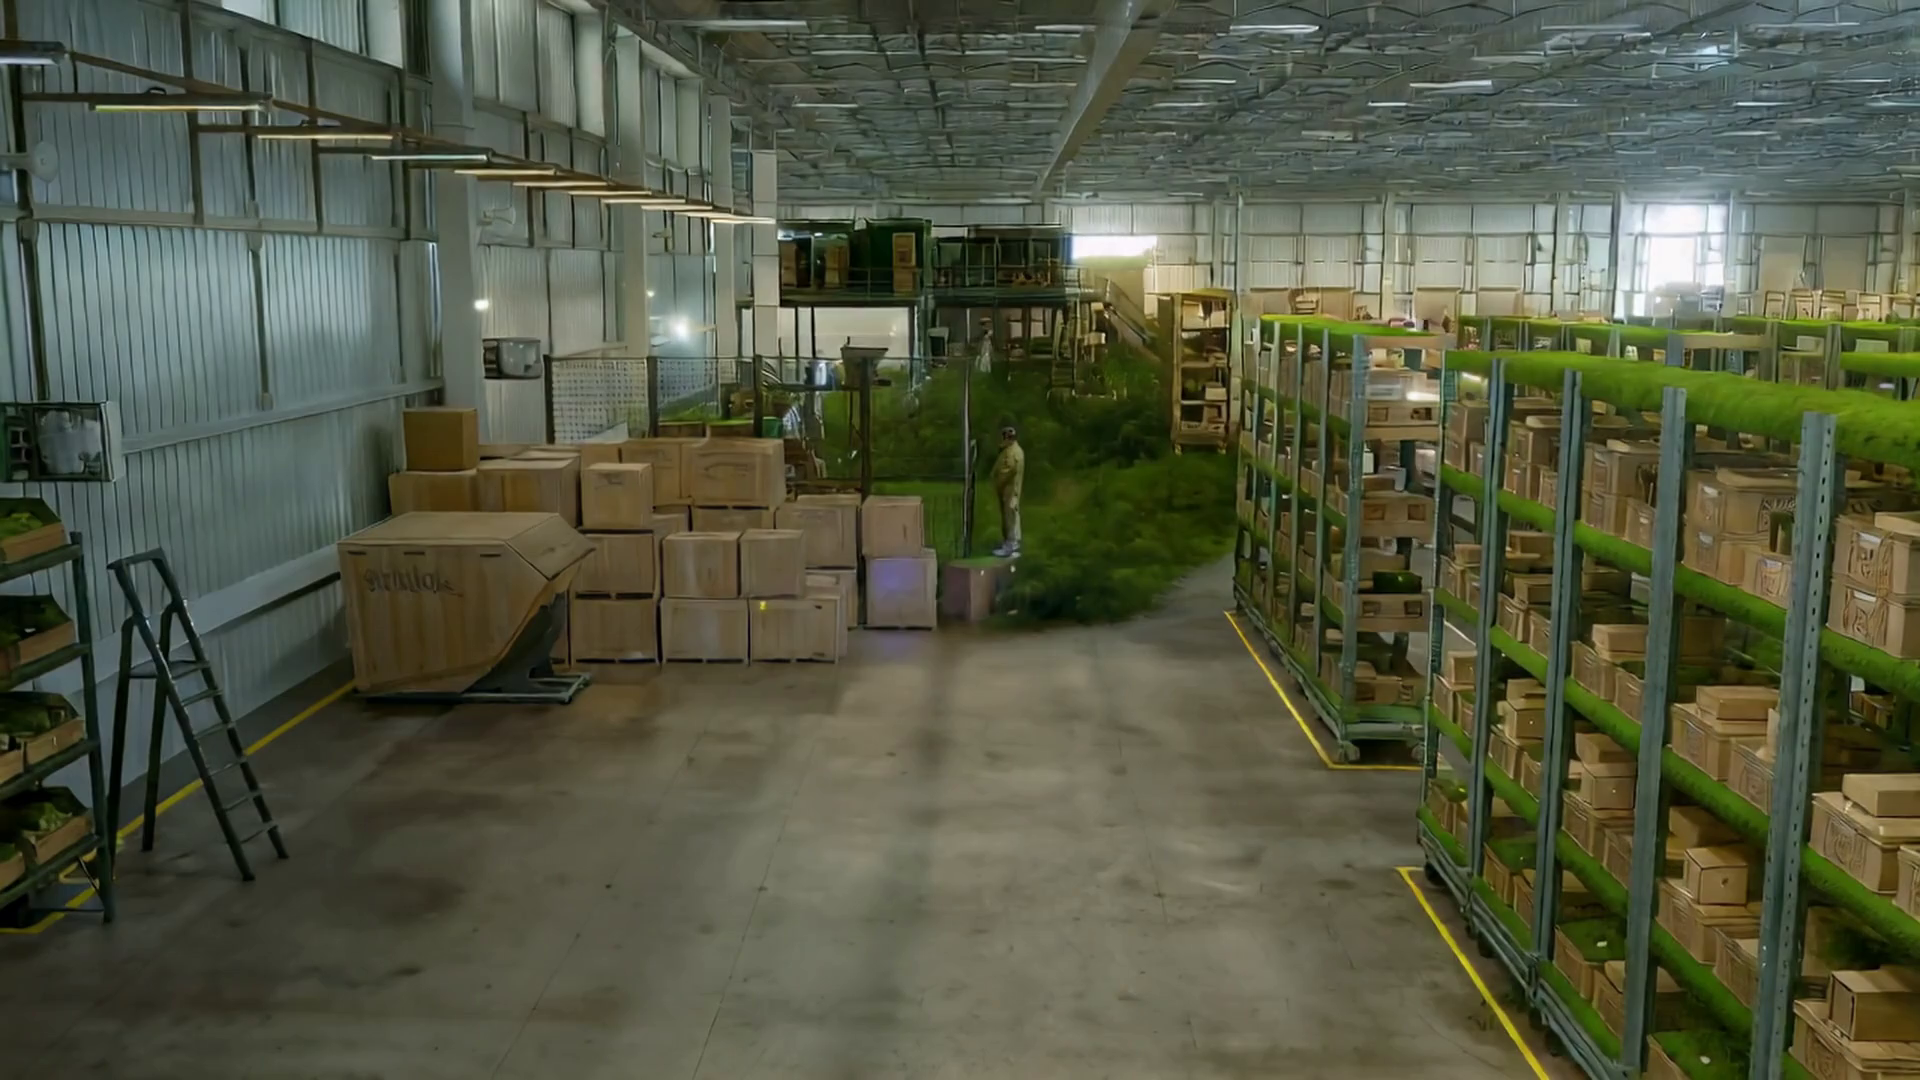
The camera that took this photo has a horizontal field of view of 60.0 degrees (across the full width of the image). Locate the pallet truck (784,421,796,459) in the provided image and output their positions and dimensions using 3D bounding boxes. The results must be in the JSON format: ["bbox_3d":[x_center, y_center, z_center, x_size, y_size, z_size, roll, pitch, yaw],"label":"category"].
[{"bbox_3d":[-4.013,-1.793,32.705,1.601,1.201,0.680,0,9,1],"label":"pallet truck"}]

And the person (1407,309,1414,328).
[{"bbox_3d":[25.603,-12.186,94.705,0.399,1.918,0.589,7,11,36],"label":"person"}]

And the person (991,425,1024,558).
[{"bbox_3d":[0.671,-0.697,23.845,0.408,1.911,0.651,-3,10,-19],"label":"person"}]

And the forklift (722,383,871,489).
[{"bbox_3d":[-2.893,-1.687,28.729,2.680,1.987,1.157,0,9,-1],"label":"forklift"}]

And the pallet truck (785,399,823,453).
[{"bbox_3d":[-3.814,-2.432,36.419,1.630,1.274,0.653,0,9,1],"label":"pallet truck"}]

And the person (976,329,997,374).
[{"bbox_3d":[1.001,-7.448,65.817,0.837,1.828,0.597,4,10,21],"label":"person"}]

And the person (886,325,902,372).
[{"bbox_3d":[-2.686,-7.792,67.636,0.679,1.887,0.411,1,9,7],"label":"person"}]

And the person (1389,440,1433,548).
[{"bbox_3d":[6.780,-0.782,24.730,0.898,1.785,0.621,8,12,41],"label":"person"}]

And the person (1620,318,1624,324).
[{"bbox_3d":[30.873,-9.429,77.692,0.586,1.918,0.394,7,11,36],"label":"person"}]

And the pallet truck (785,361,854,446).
[{"bbox_3d":[-3.410,-3.193,38.978,1.885,1.965,0.823,0,9,-1],"label":"pallet truck"}]

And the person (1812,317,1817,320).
[{"bbox_3d":[41.294,-9.850,80.392,0.615,1.879,0.831,2,9,10],"label":"person"}]

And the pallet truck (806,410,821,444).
[{"bbox_3d":[-3.559,-2.018,33.905,1.522,1.261,0.704,0,9,-1],"label":"pallet truck"}]

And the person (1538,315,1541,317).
[{"bbox_3d":[31.407,-11.342,90.219,0.328,1.683,0.563,0,9,1],"label":"person"}]

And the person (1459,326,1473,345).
[{"bbox_3d":[19.747,-7.412,65.005,0.378,1.996,0.611,-7,11,-35],"label":"person"}]

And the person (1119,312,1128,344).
[{"bbox_3d":[9.159,-11.987,93.446,0.585,1.921,0.407,0,9,-1],"label":"person"}]

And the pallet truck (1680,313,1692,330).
[{"bbox_3d":[36.315,-10.531,84.244,0.823,1.965,1.885,-6,11,-33],"label":"pallet truck"}]

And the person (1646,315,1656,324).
[{"bbox_3d":[33.844,-10.049,81.459,0.372,1.936,0.629,-4,10,-22],"label":"person"}]

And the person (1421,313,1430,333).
[{"bbox_3d":[24.536,-10.997,87.462,1.027,1.877,0.628,7,12,37],"label":"person"}]

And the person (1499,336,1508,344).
[{"bbox_3d":[17.389,-5.533,53.332,0.611,2.030,0.411,6,11,31],"label":"person"}]

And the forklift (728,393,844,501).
[{"bbox_3d":[-2.979,-1.316,26.476,2.680,1.987,1.157,0,9,1],"label":"forklift"}]

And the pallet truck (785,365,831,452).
[{"bbox_3d":[-3.774,-2.976,37.635,1.885,1.965,0.823,1,9,5],"label":"pallet truck"}]

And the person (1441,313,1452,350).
[{"bbox_3d":[25.120,-10.765,85.845,0.397,1.943,0.614,-2,10,-14],"label":"person"}]
